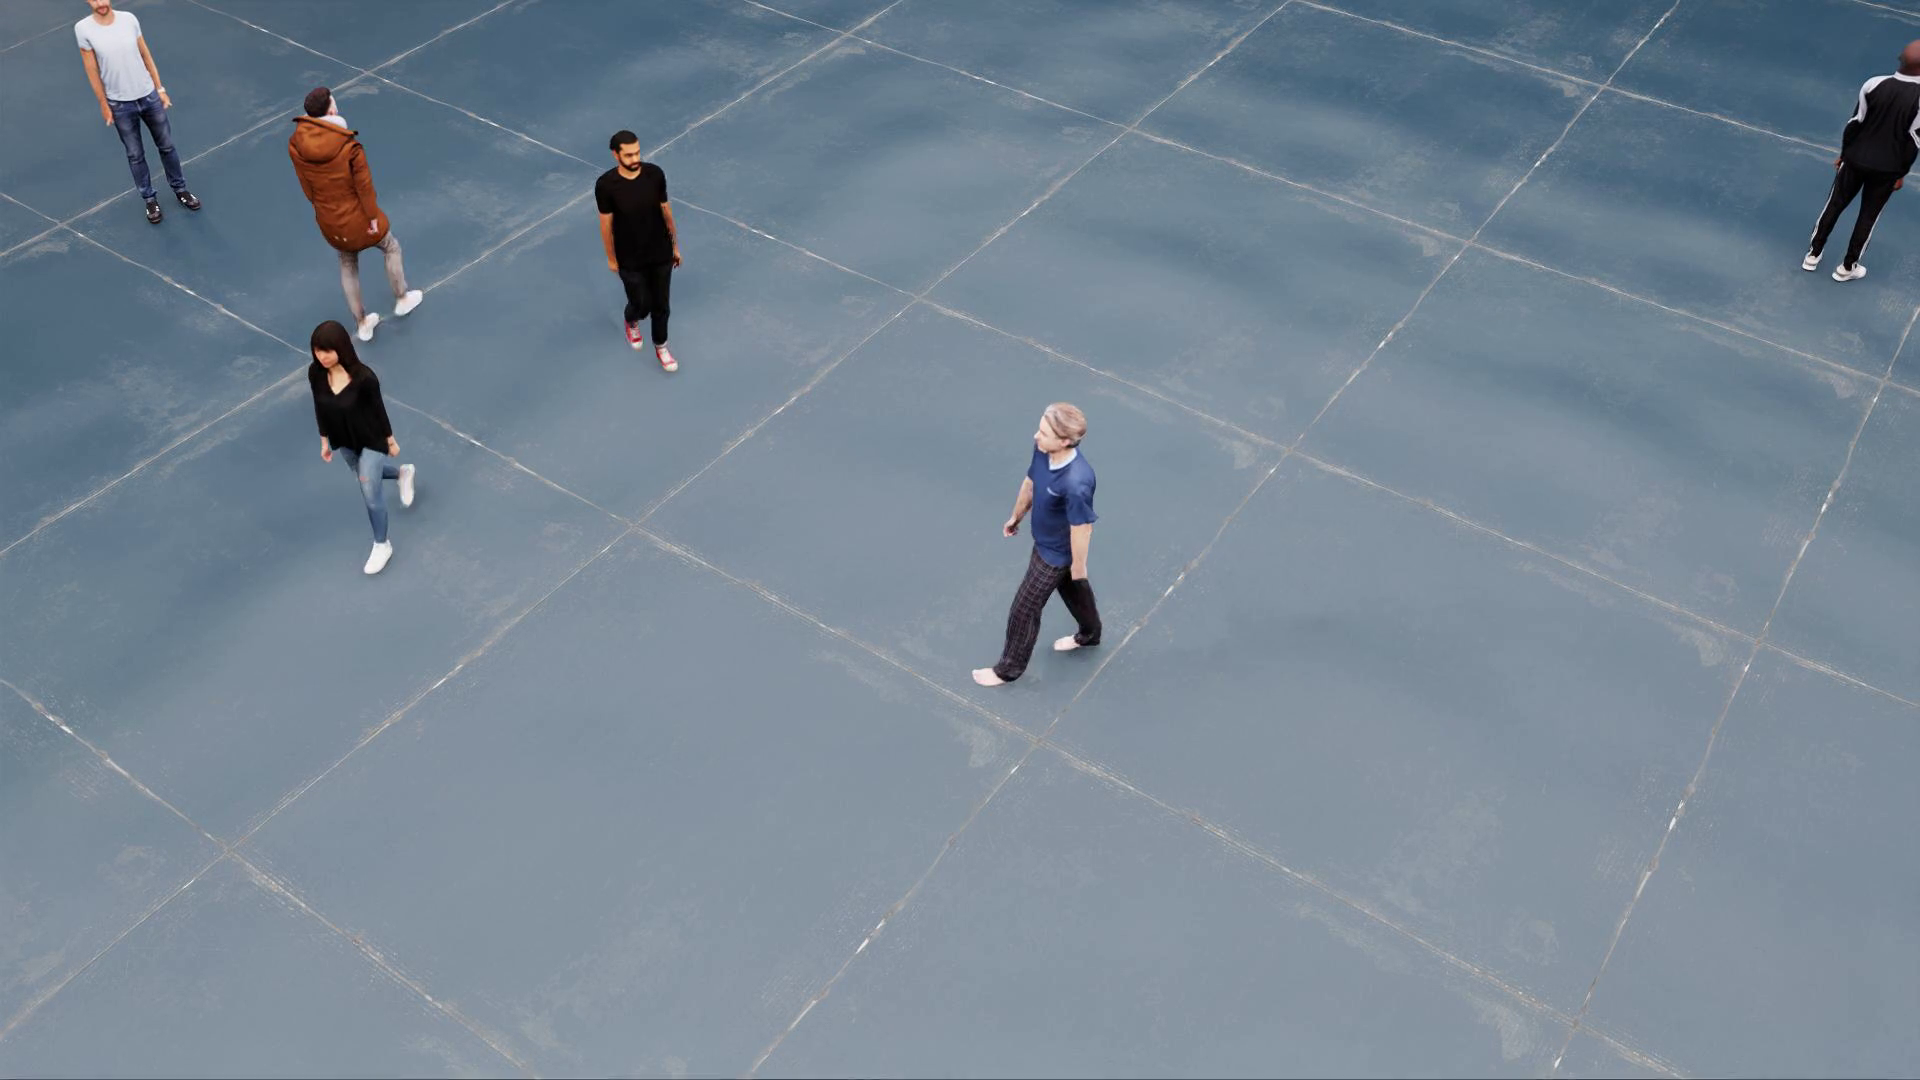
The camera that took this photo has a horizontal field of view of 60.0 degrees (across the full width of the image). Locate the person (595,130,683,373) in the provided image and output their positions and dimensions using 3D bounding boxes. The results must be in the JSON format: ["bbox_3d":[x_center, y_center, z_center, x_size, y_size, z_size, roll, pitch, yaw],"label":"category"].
[{"bbox_3d":[-2.124,-1.939,11.015,0.785,1.746,0.881,-23,48,-23],"label":"person"}]

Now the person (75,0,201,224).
[{"bbox_3d":[-6.164,-3.296,12.381,0.700,1.865,0.658,-27,49,-26],"label":"person"}]

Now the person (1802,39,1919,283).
[{"bbox_3d":[6.445,-2.677,11.743,0.548,1.830,0.747,34,53,31],"label":"person"}]

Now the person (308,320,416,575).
[{"bbox_3d":[-3.485,-0.641,9.714,1.039,1.624,0.879,9,44,10],"label":"person"}]

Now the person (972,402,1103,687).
[{"bbox_3d":[0.610,0.004,8.868,1.120,1.835,1.081,-8,44,-8],"label":"person"}]

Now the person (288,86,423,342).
[{"bbox_3d":[-4.135,-2.128,11.165,0.912,1.817,0.963,3,43,3],"label":"person"}]
